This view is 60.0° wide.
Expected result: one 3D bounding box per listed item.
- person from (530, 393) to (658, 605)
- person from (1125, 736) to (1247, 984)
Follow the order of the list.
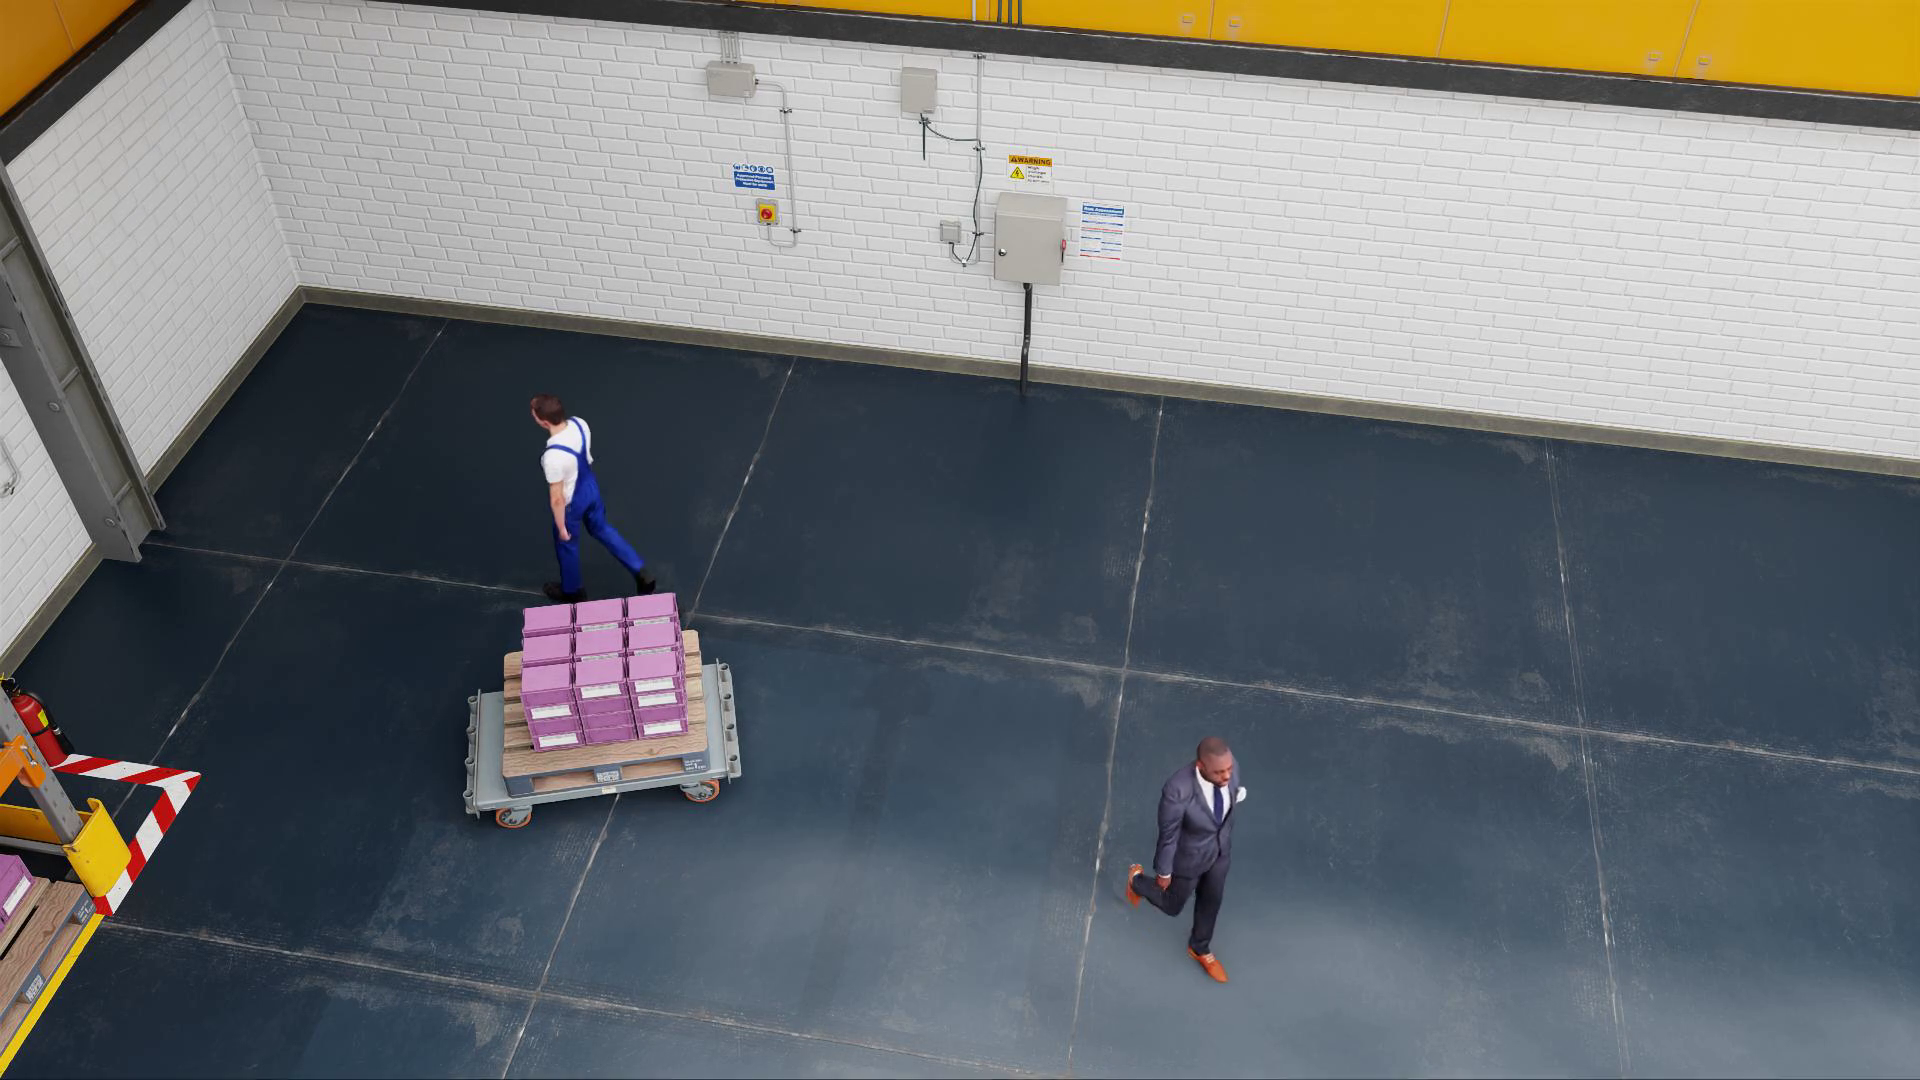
[{"bbox_3d":[-2.459,-0.240,10.943,0.896,1.834,1.083,17,46,17],"label":"person"},{"bbox_3d":[1.223,1.640,8.992,1.074,1.803,1.139,-26,49,-25],"label":"person"}]
